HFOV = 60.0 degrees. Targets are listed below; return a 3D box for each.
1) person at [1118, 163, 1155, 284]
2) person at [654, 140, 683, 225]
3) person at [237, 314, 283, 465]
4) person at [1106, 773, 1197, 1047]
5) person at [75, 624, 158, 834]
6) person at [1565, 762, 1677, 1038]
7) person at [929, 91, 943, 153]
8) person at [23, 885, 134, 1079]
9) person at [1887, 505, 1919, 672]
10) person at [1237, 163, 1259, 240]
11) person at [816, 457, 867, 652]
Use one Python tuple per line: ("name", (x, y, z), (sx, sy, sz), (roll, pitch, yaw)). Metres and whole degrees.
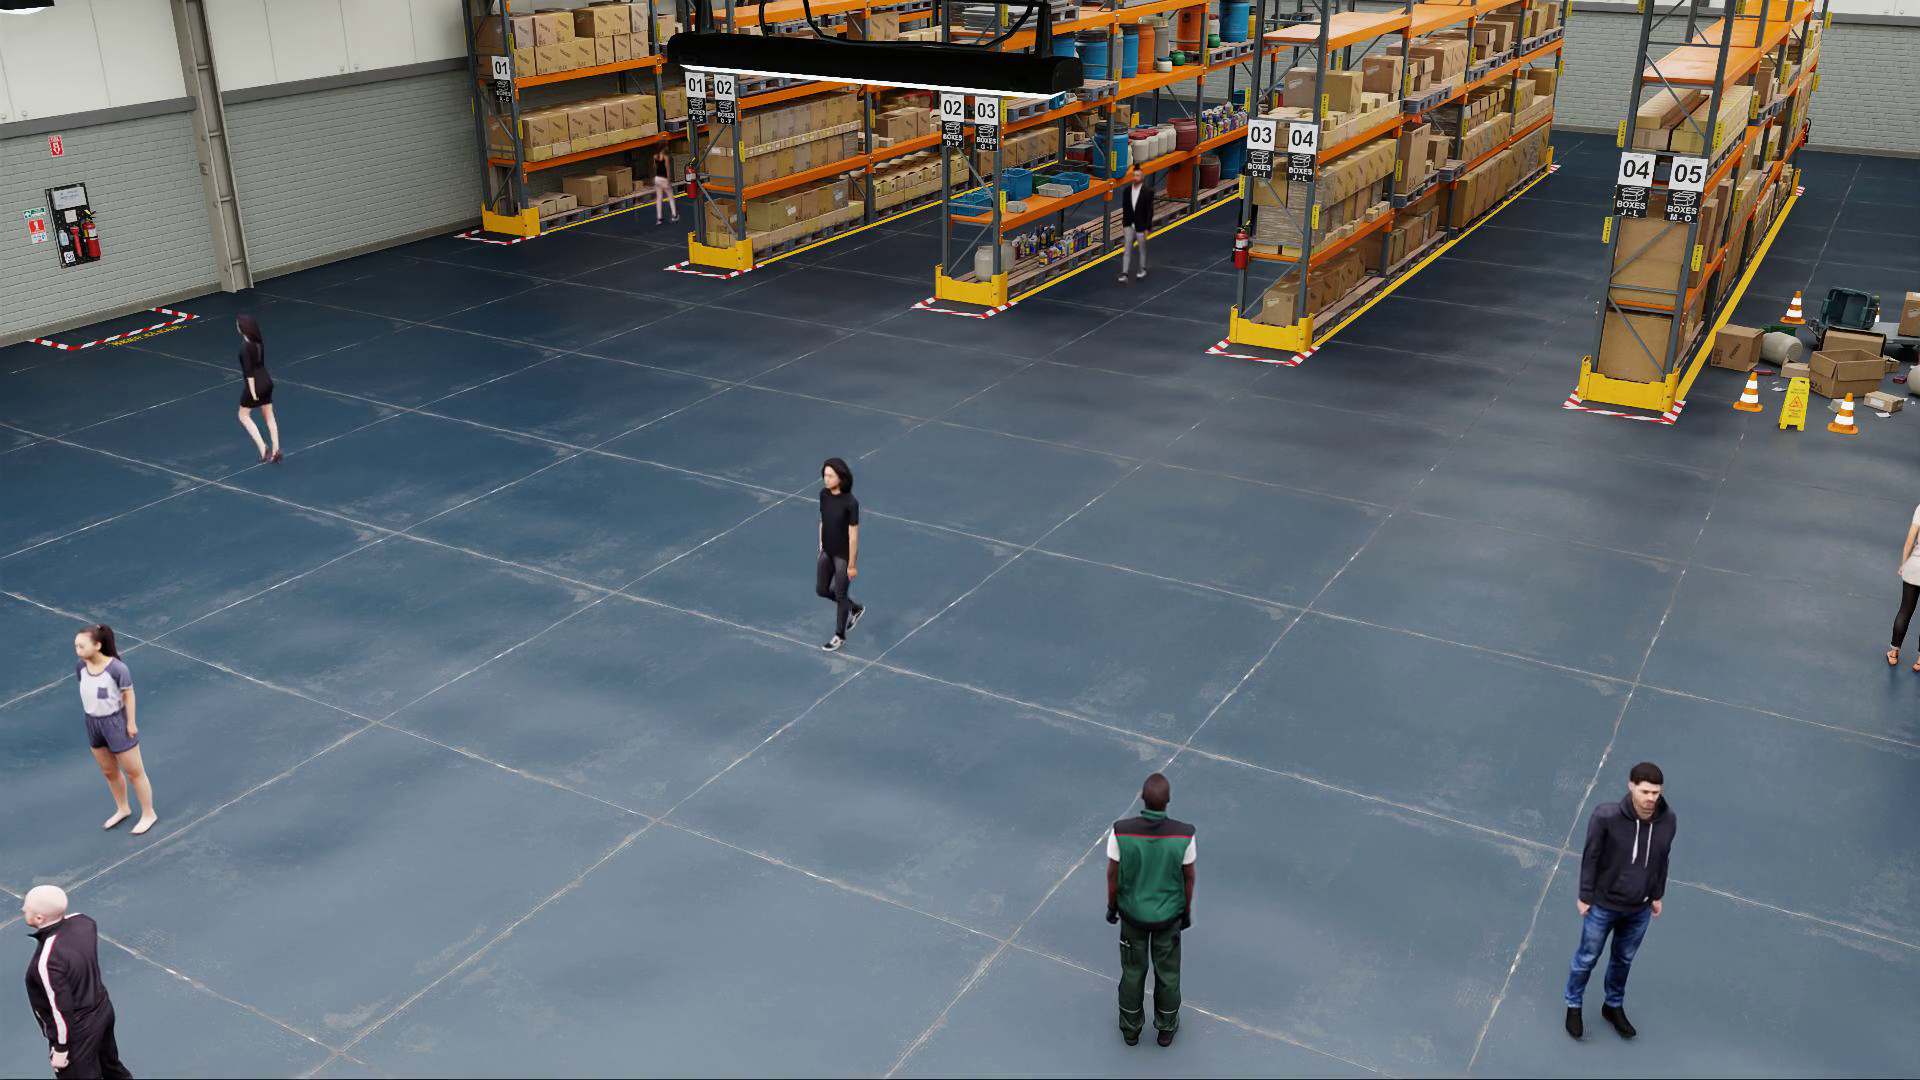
("person", (2.941, -5.169, 27.224), (0.770, 1.898, 1.222), (11, 25, 24))
("person", (-5.649, -6.738, 31.367), (0.585, 1.541, 0.843), (9, 25, 21))
("person", (-8.044, -1.716, 19.245), (0.728, 1.788, 0.618), (6, 24, 14))
("person", (1.140, 2.215, 9.936), (0.768, 1.838, 0.752), (3, 23, 7))
("person", (-6.193, 1.371, 12.161), (0.640, 1.649, 0.585), (7, 24, 15))
("person", (3.983, 2.142, 10.036), (0.759, 1.893, 0.754), (-1, 23, -1))
("person", (-0.584, -9.633, 37.934), (0.642, 1.731, 0.681), (16, 28, 33))
("person", (-4.720, 2.634, 8.952), (0.818, 1.837, 0.720), (-2, 23, -5))
("person", (8.462, 0.270, 14.526), (0.659, 1.826, 0.593), (19, 30, 38))
("person", (5.258, -6.263, 30.168), (0.781, 1.607, 0.755), (-14, 27, -29))
("person", (-1.034, 0.085, 14.964), (0.770, 1.824, 0.869), (21, 31, 41))
